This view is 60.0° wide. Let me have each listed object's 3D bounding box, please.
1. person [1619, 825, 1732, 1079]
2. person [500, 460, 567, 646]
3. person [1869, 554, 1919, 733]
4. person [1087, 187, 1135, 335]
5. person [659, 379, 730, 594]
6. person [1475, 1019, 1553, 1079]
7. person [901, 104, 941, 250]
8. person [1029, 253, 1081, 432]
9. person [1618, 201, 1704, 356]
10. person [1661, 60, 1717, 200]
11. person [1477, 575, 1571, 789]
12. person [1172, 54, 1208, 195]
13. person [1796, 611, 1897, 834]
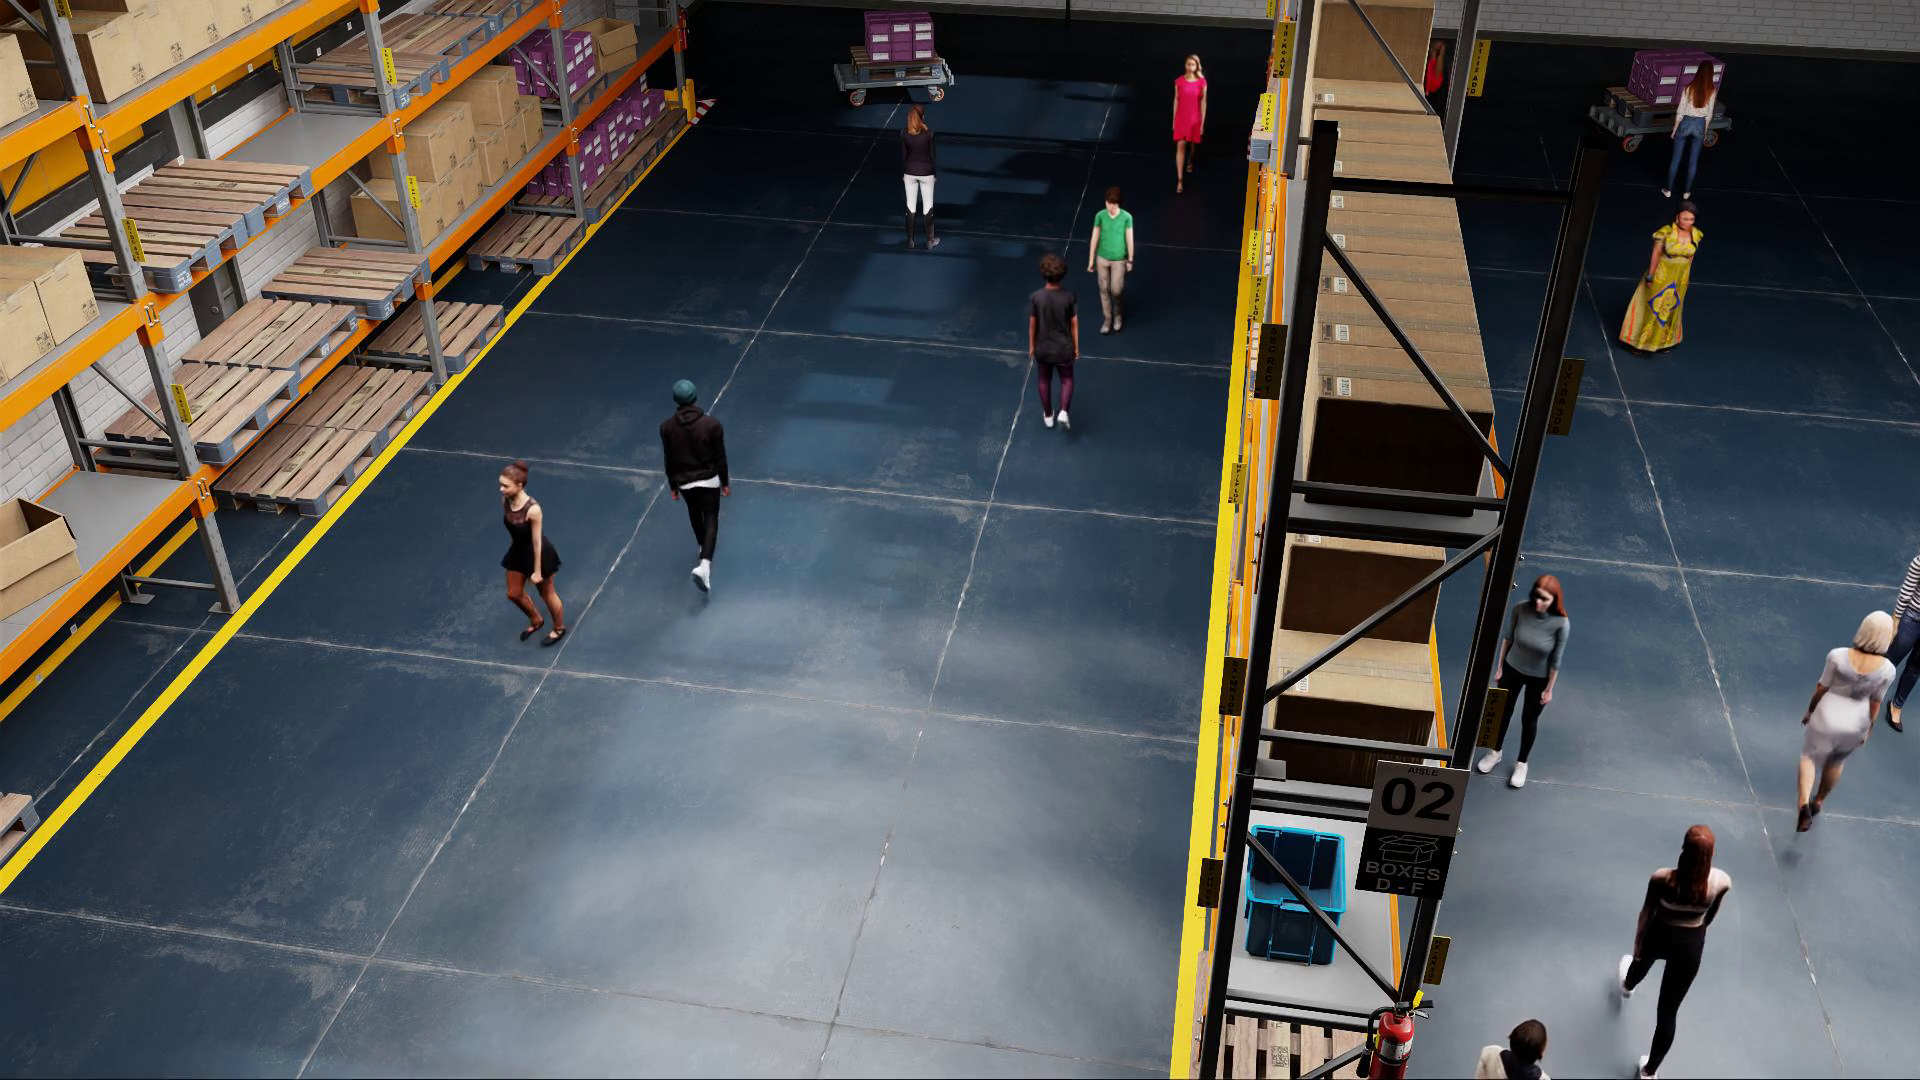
[{"bbox_3d":[4.030,2.384,9.392,0.655,1.693,1.182,8,35,12],"label":"person"},{"bbox_3d":[-3.241,0.090,12.873,0.672,1.660,0.719,21,39,29],"label":"person"},{"bbox_3d":[6.900,0.623,11.948,0.595,1.796,0.491,4,34,6],"label":"person"},{"bbox_3d":[1.618,-2.986,17.519,0.652,1.640,0.653,11,35,16],"label":"person"},{"bbox_3d":[-2.157,-0.434,13.543,0.792,1.790,1.184,1,34,2],"label":"person"},{"bbox_3d":[2.812,3.033,8.634,0.654,1.452,0.676,28,43,35],"label":"person"},{"bbox_3d":[-0.474,-4.213,19.284,0.556,1.729,0.538,6,34,9],"label":"person"},{"bbox_3d":[0.879,-1.800,15.625,0.700,1.762,0.854,3,34,5],"label":"person"},{"bbox_3d":[7.266,-2.700,17.071,0.955,1.659,0.917,-5,34,-8],"label":"person"},{"bbox_3d":[9.055,-5.084,20.596,0.596,1.728,0.537,10,35,14],"label":"person"},{"bbox_3d":[3.920,0.951,11.505,0.653,1.740,0.678,26,41,33],"label":"person"},{"bbox_3d":[2.895,-5.286,20.940,0.574,1.683,1.039,6,34,9],"label":"person"},{"bbox_3d":[5.844,1.259,11.049,0.698,1.731,0.921,14,36,20],"label":"person"}]
